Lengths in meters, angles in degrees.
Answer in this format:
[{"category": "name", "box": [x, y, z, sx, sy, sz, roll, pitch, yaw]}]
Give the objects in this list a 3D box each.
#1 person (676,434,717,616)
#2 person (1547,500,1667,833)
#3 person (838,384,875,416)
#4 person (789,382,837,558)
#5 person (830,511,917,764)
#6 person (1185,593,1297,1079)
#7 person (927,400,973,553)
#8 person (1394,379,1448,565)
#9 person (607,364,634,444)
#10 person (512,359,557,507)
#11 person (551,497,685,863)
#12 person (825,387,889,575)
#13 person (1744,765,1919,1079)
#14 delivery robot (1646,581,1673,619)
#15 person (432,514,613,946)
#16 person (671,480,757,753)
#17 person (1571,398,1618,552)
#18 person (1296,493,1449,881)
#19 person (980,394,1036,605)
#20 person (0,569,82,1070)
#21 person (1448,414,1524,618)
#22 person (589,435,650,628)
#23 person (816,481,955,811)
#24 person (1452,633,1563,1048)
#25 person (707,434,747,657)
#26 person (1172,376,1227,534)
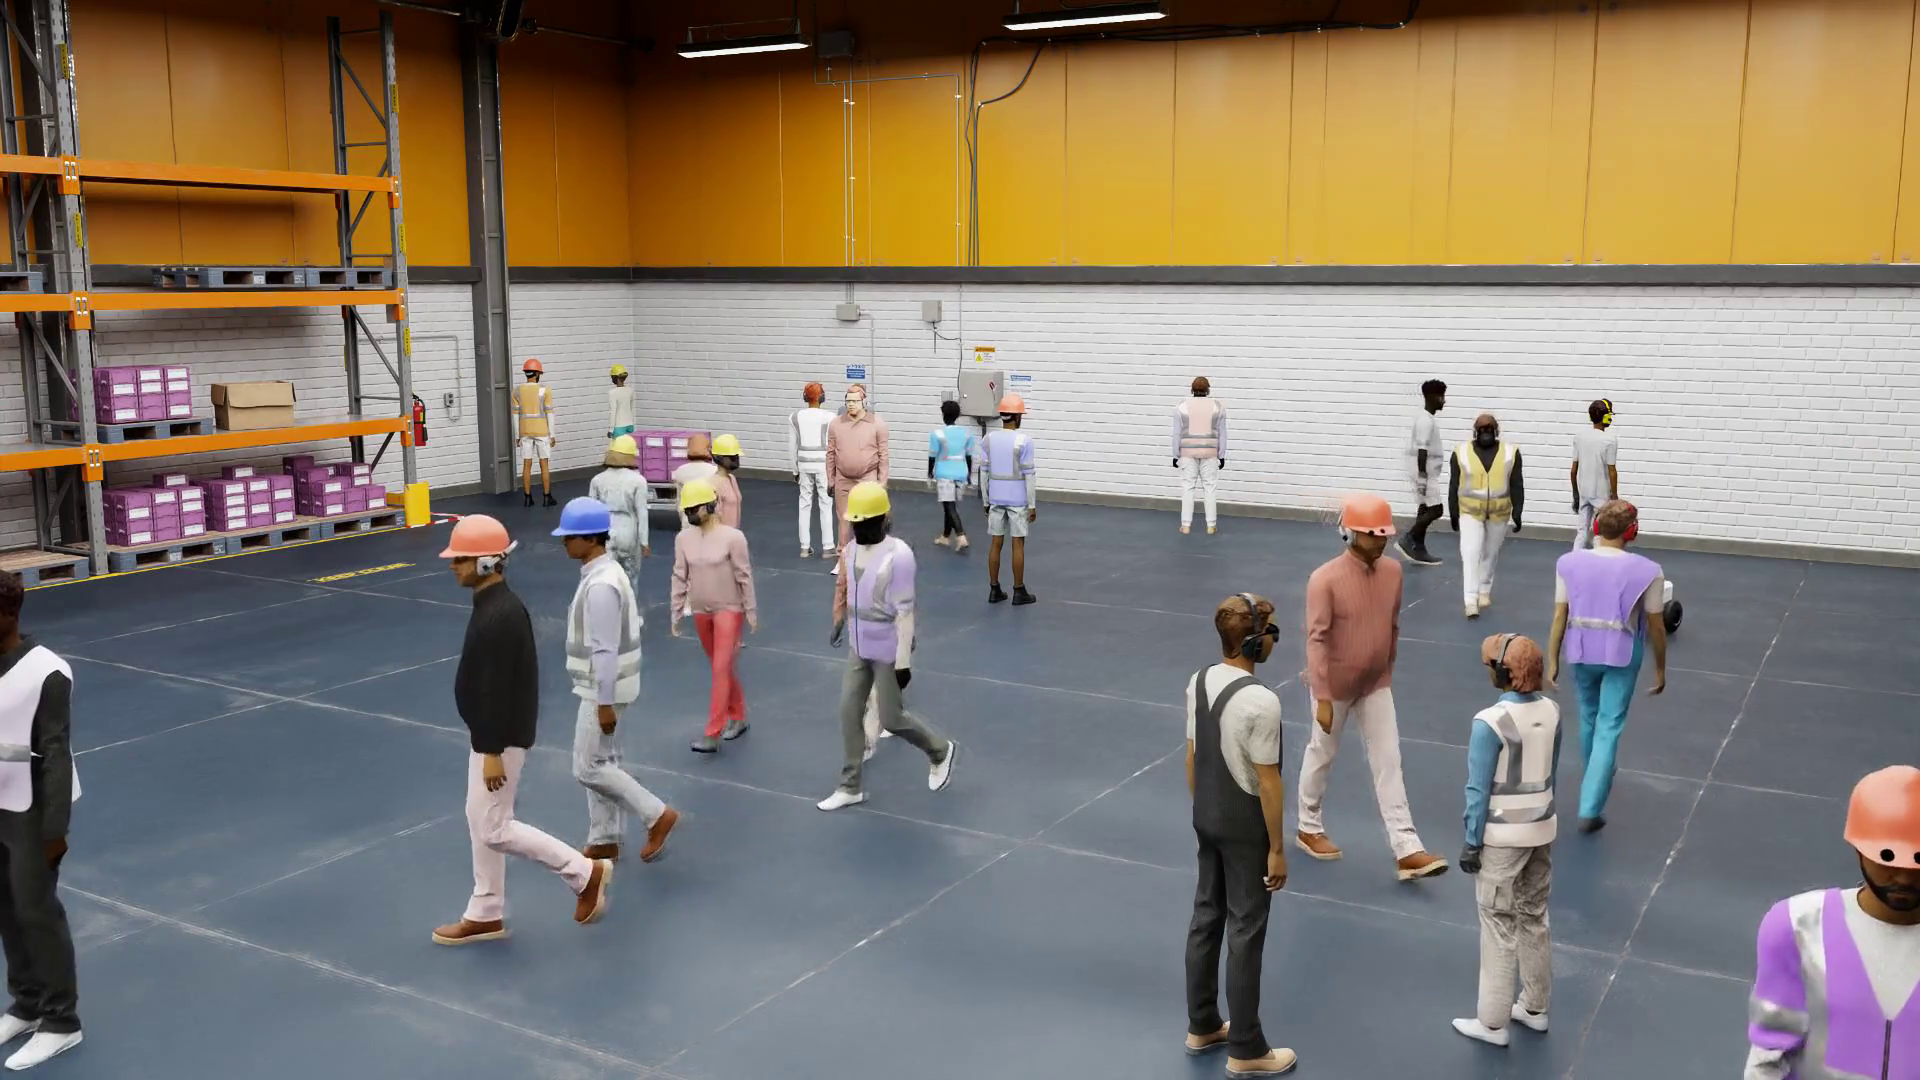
[{"category": "person", "box": [-2.282, -0.148, 14.891, 0.521, 1.600, 0.731, 4, 10, 22]}, {"category": "person", "box": [3.634, 0.663, 9.266, 0.577, 1.784, 0.993, 8, 12, 39]}, {"category": "person", "box": [-1.314, -1.173, 21.209, 0.504, 1.632, 0.270, 2, 9, 12]}, {"category": "person", "box": [-1.536, -0.746, 17.766, 0.574, 1.885, 0.355, 2, 9, 15]}, {"category": "person", "box": [-0.519, 0.556, 10.550, 0.524, 1.590, 0.872, 6, 11, 32]}, {"category": "person", "box": [1.055, 1.110, 6.306, 0.345, 1.846, 0.506, -5, 10, -30]}, {"category": "person", "box": [-0.078, -0.696, 18.148, 0.537, 1.664, 0.844, -6, 11, -31]}, {"category": "person", "box": [4.837, -0.692, 17.207, 0.417, 1.952, 0.640, 3, 10, 17]}, {"category": "person", "box": [-4.767, -1.583, 23.356, 0.315, 1.769, 0.525, 4, 10, 25]}, {"category": "person", "box": [-5.532, -1.390, 21.649, 0.542, 1.928, 0.374, 0, 9, 2]}, {"category": "person", "box": [-1.761, 0.732, 8.408, 0.543, 1.930, 0.610, -2, 9, -10]}, {"category": "person", "box": [-1.043, -0.586, 16.693, 0.651, 1.907, 0.409, 2, 9, 11]}, {"category": "person", "box": [2.117, 1.458, 3.889, 0.554, 1.921, 0.399, 4, 10, 23]}, {"category": "delivery robot", "box": [5.702, 0.473, 14.001, 0.707, 0.478, 0.477, -9, 12, -43]}, {"category": "person", "box": [-2.006, 0.859, 7.465, 0.718, 1.979, 0.625, -3, 10, -18]}, {"category": "person", "box": [-1.611, 0.483, 10.568, 0.543, 1.716, 0.869, 4, 10, 24]}, {"category": "person", "box": [5.952, -0.388, 15.570, 0.326, 1.874, 0.519, -5, 11, -31]}, {"category": "person", "box": [2.020, 0.736, 8.307, 0.651, 1.939, 1.001, -4, 10, -25]}, {"category": "person", "box": [0.463, -0.370, 15.256, 0.553, 1.934, 0.364, 5, 11, 30]}, {"category": "person", "box": [-3.667, 1.050, 6.457, 0.597, 1.917, 0.426, 5, 10, 27]}, {"category": "person", "box": [4.688, -0.229, 14.853, 0.626, 1.795, 0.979, 2, 9, 10]}, {"category": "person", "box": [-2.831, -0.014, 13.741, 0.603, 1.688, 0.844, 1, 9, 4]}, {"category": "person", "box": [-0.412, 0.583, 9.459, 0.803, 1.889, 0.593, -7, 12, -39]}, {"category": "person", "box": [2.181, 1.175, 6.573, 0.508, 1.627, 0.323, -7, 11, -37]}, {"category": "person", "box": [-1.862, 0.037, 13.247, 0.331, 1.768, 0.527, 1, 9, 9]}, {"category": "person", "box": [2.789, -0.989, 19.411, 0.633, 1.841, 0.429, 1, 9, 4]}]
